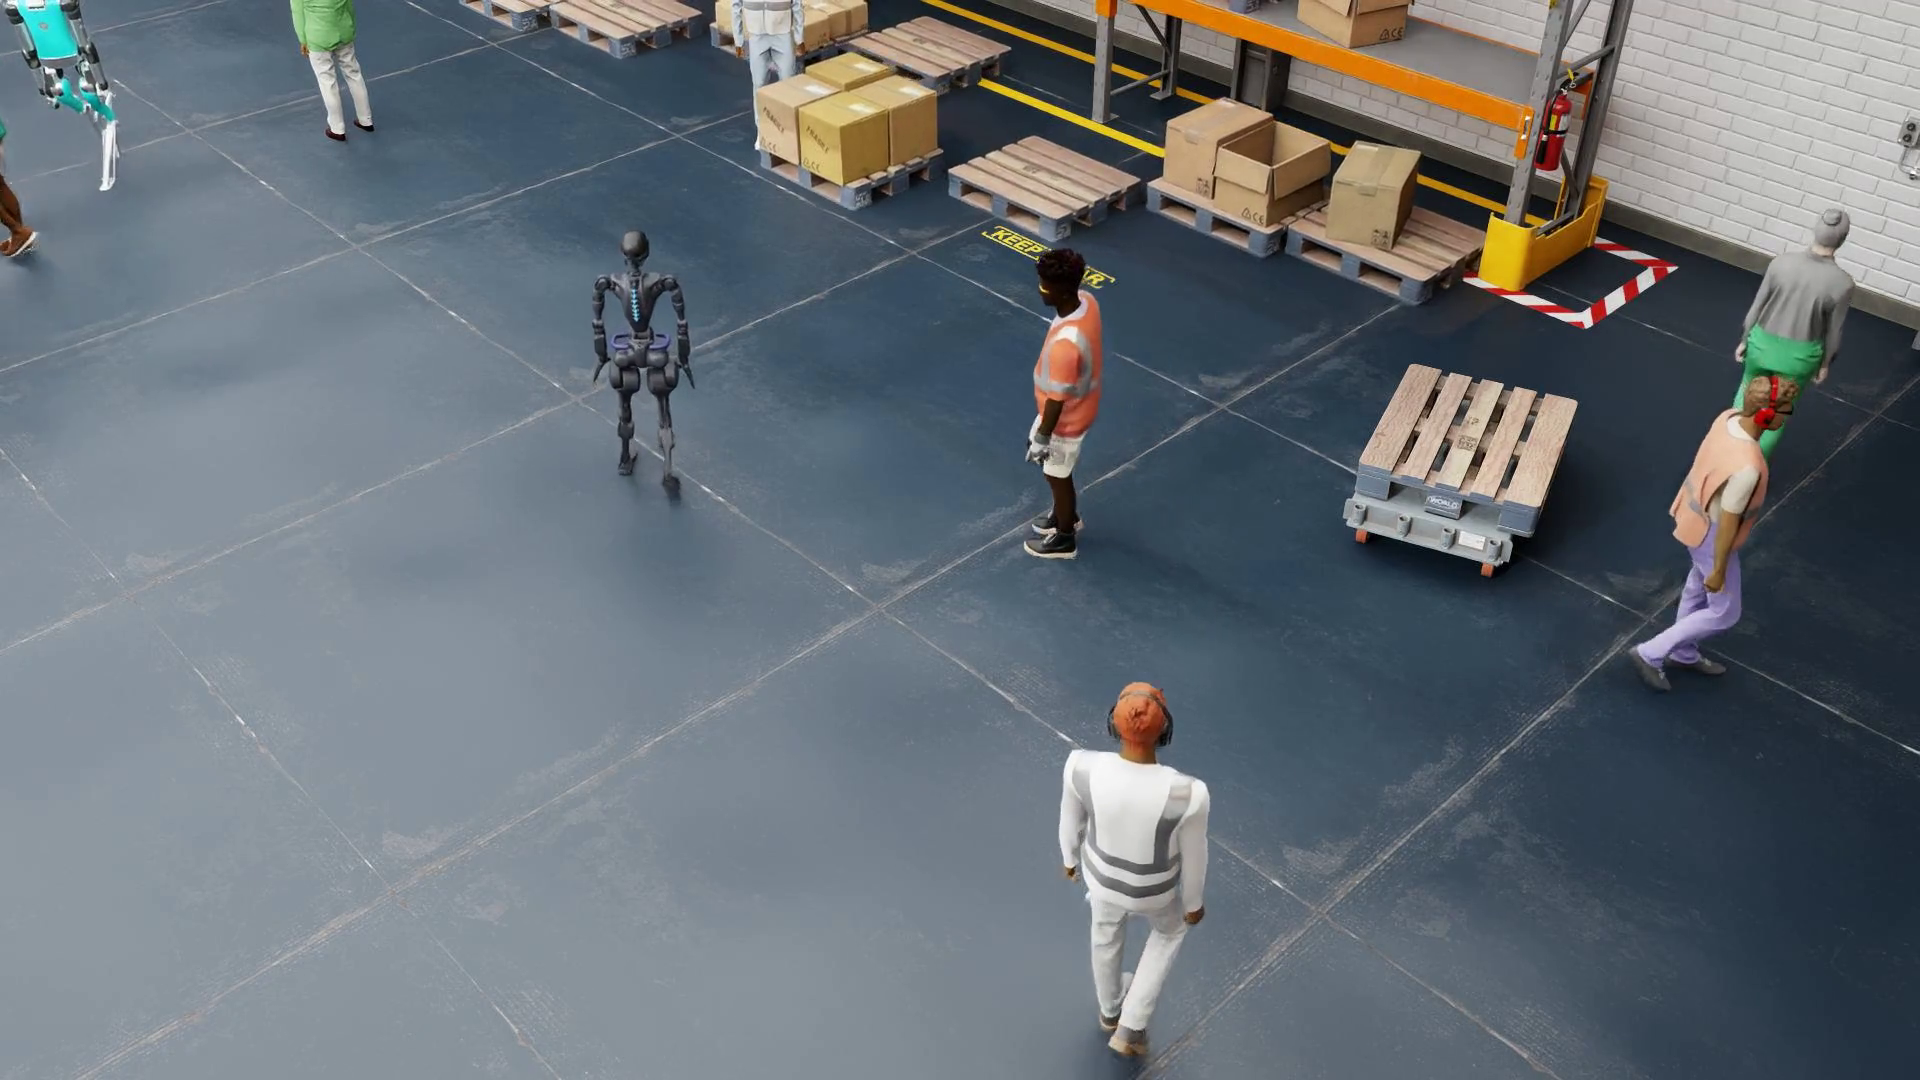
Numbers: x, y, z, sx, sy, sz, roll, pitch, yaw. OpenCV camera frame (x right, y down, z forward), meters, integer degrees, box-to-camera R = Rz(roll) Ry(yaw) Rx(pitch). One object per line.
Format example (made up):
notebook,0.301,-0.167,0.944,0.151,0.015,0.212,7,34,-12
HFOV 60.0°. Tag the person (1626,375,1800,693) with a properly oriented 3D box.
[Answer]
person,3.778,-0.017,8.261,0.488,1.827,0.580,6,38,8

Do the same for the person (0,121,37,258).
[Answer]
person,-7.174,-2.931,12.122,0.450,1.830,0.508,0,37,0

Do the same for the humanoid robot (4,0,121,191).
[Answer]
humanoid robot,-7.011,-3.712,13.274,0.546,1.828,0.877,-5,37,-7

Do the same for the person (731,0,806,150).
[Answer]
person,-1.570,-4.156,13.680,0.598,1.909,0.400,-1,37,-1

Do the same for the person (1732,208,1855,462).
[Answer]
person,4.854,-1.129,9.732,0.549,1.826,0.408,27,45,31

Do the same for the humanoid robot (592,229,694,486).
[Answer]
humanoid robot,-1.883,-1.045,9.766,0.603,1.629,0.518,-2,37,-2

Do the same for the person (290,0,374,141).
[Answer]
person,-5.274,-4.229,13.888,0.389,1.778,0.535,26,44,30

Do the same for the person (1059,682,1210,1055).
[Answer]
person,0.665,1.303,6.471,0.608,1.874,0.435,15,39,19

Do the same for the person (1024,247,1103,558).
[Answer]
person,0.521,-0.712,9.075,0.470,1.953,0.641,8,38,10
